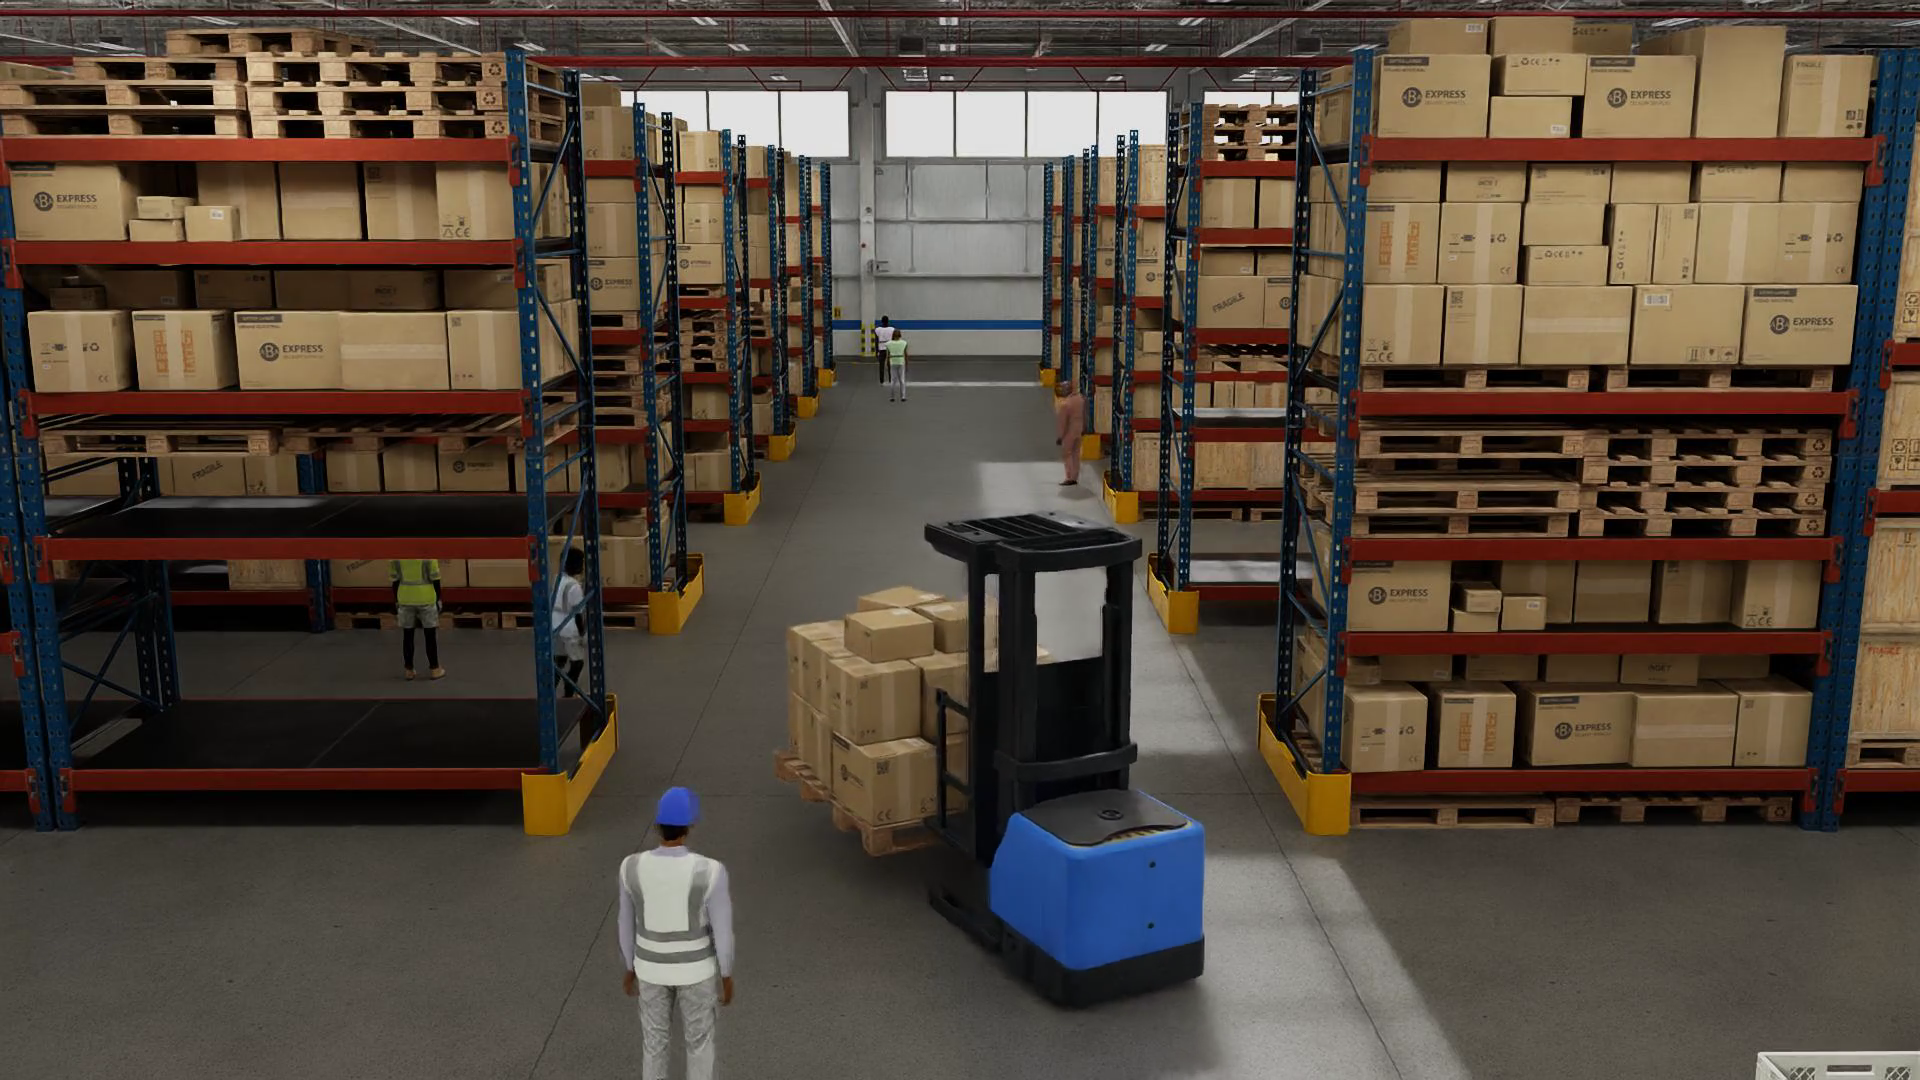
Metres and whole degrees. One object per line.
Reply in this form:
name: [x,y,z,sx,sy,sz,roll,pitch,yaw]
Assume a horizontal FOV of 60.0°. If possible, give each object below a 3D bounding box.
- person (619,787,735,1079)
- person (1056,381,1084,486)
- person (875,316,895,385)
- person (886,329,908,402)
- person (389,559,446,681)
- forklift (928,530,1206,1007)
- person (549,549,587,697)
person: [-1.496,2.263,8.861,0.637,1.932,0.447,2,12,8]
person: [1.975,-1.906,29.678,0.455,1.876,0.716,9,15,38]
person: [-2.066,-5.266,46.194,0.593,1.920,0.391,0,11,-1]
person: [-1.596,-4.426,42.209,0.567,1.846,0.389,0,11,-1]
person: [-5.688,0.645,17.448,0.534,1.699,0.318,0,11,-1]
forklift: [0.707,1.356,10.977,1.129,2.768,1.873,-6,13,-27]
person: [-3.885,0.883,16.373,0.381,1.657,0.679,-7,14,-32]
